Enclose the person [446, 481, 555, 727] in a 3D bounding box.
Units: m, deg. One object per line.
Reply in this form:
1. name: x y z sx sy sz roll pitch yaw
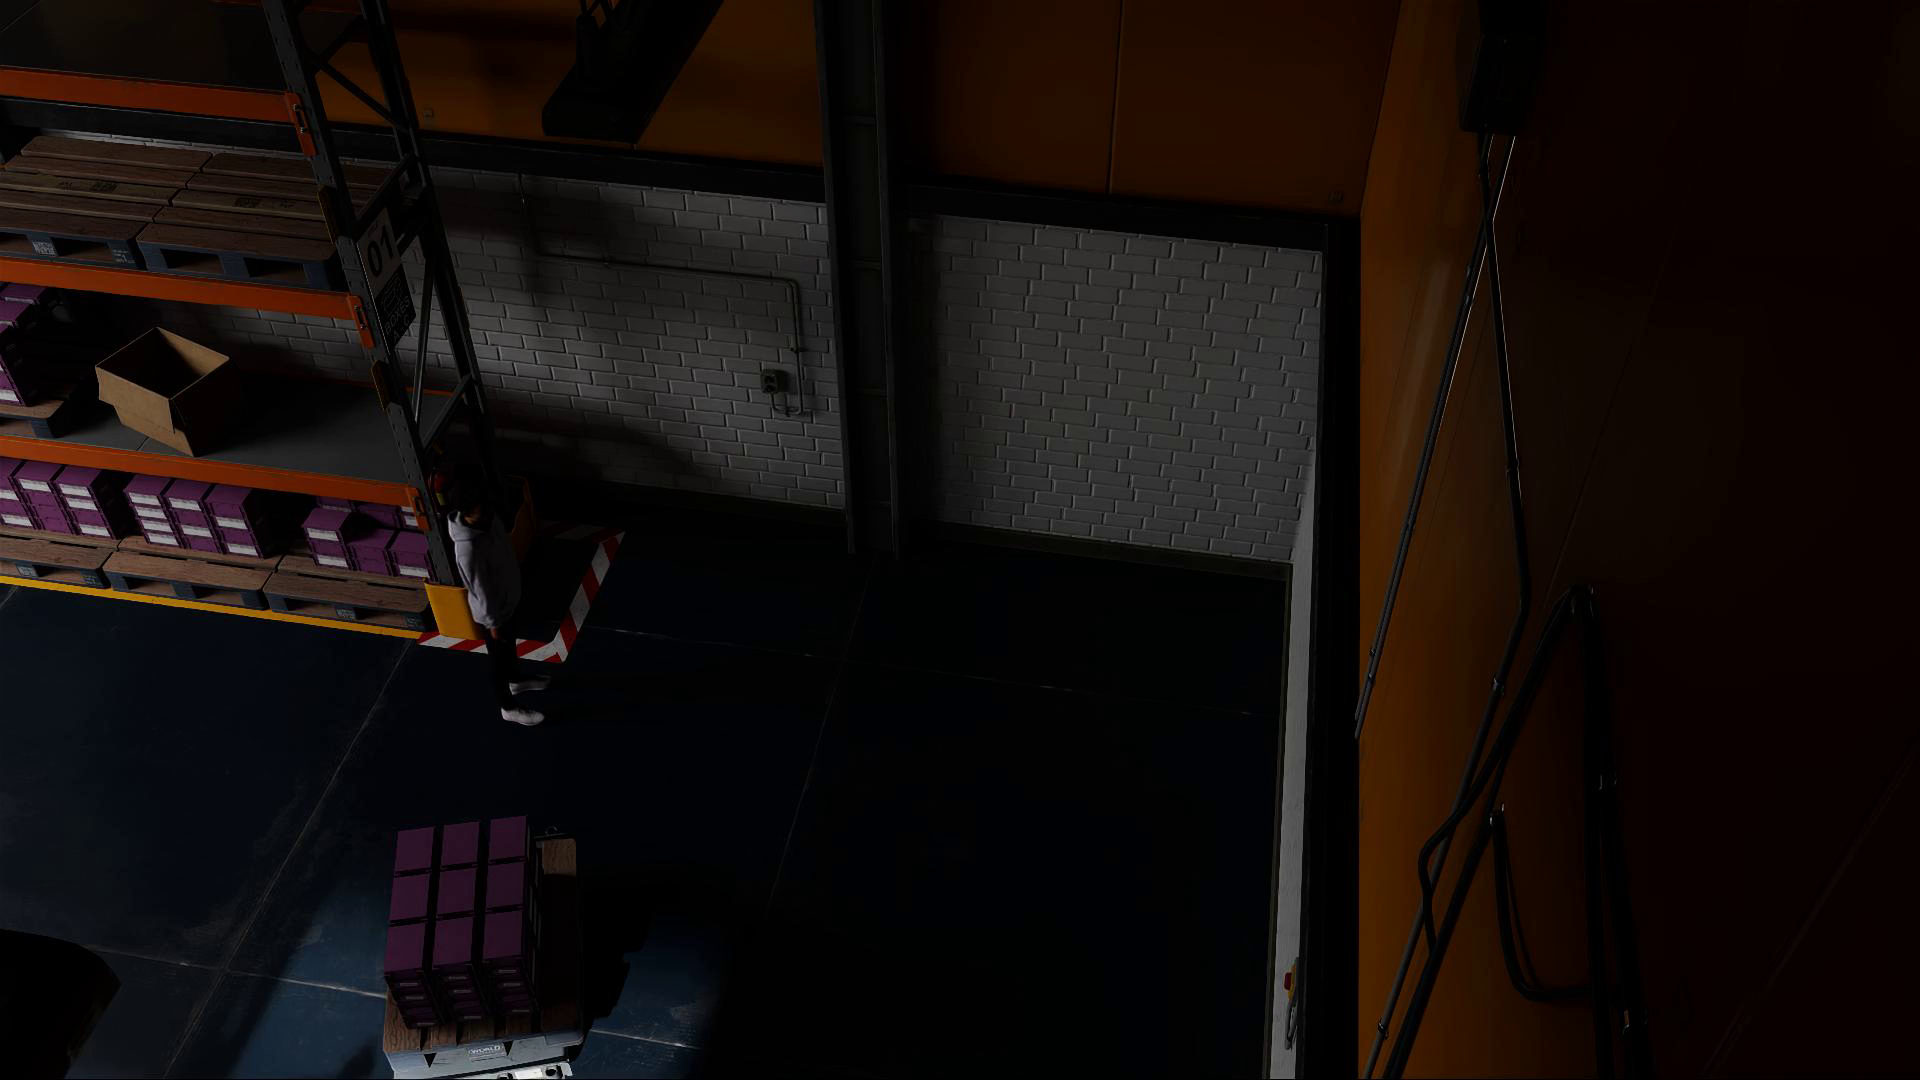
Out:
1. person: -2.940 0.379 10.486 0.654 1.930 0.722 0 44 0
